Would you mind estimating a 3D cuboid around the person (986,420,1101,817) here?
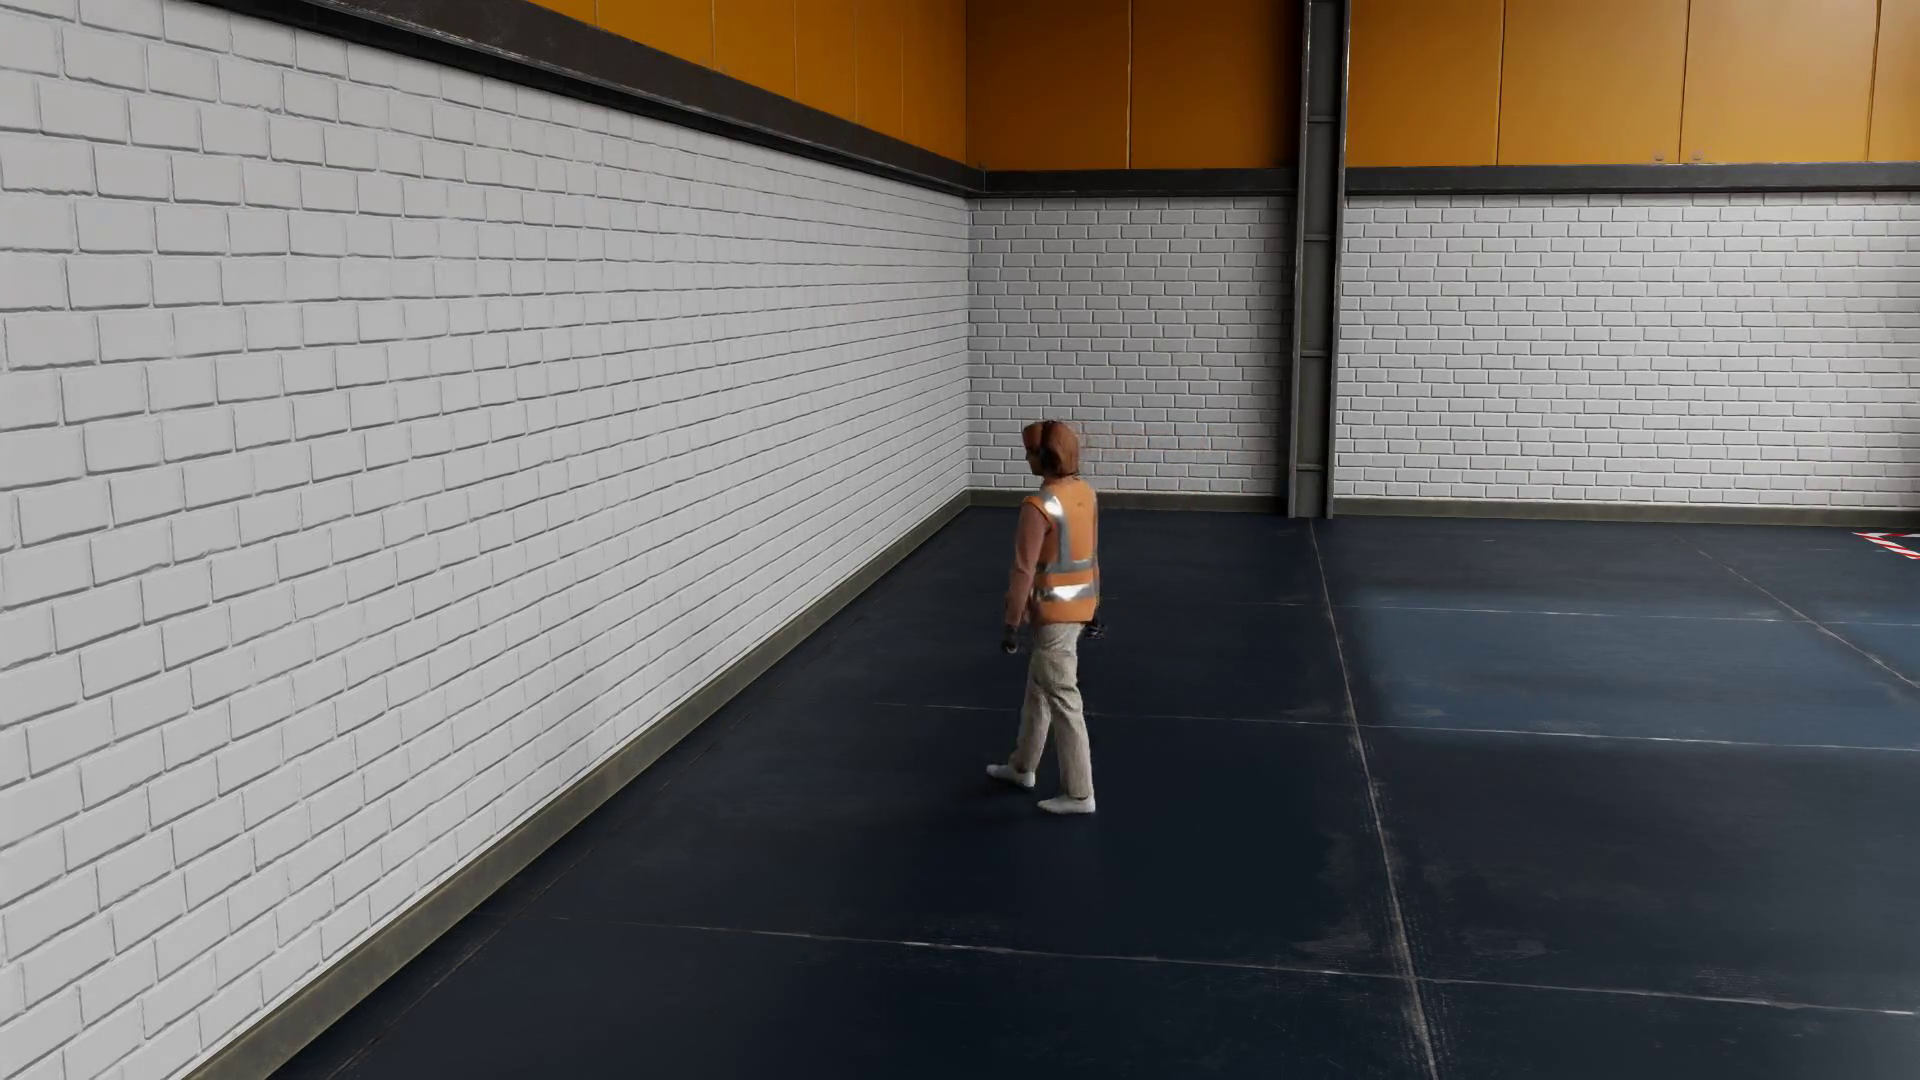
[{"bbox_3d":[0.300,0.313,6.864,0.698,1.612,0.541,5,11,31],"label":"person"}]
